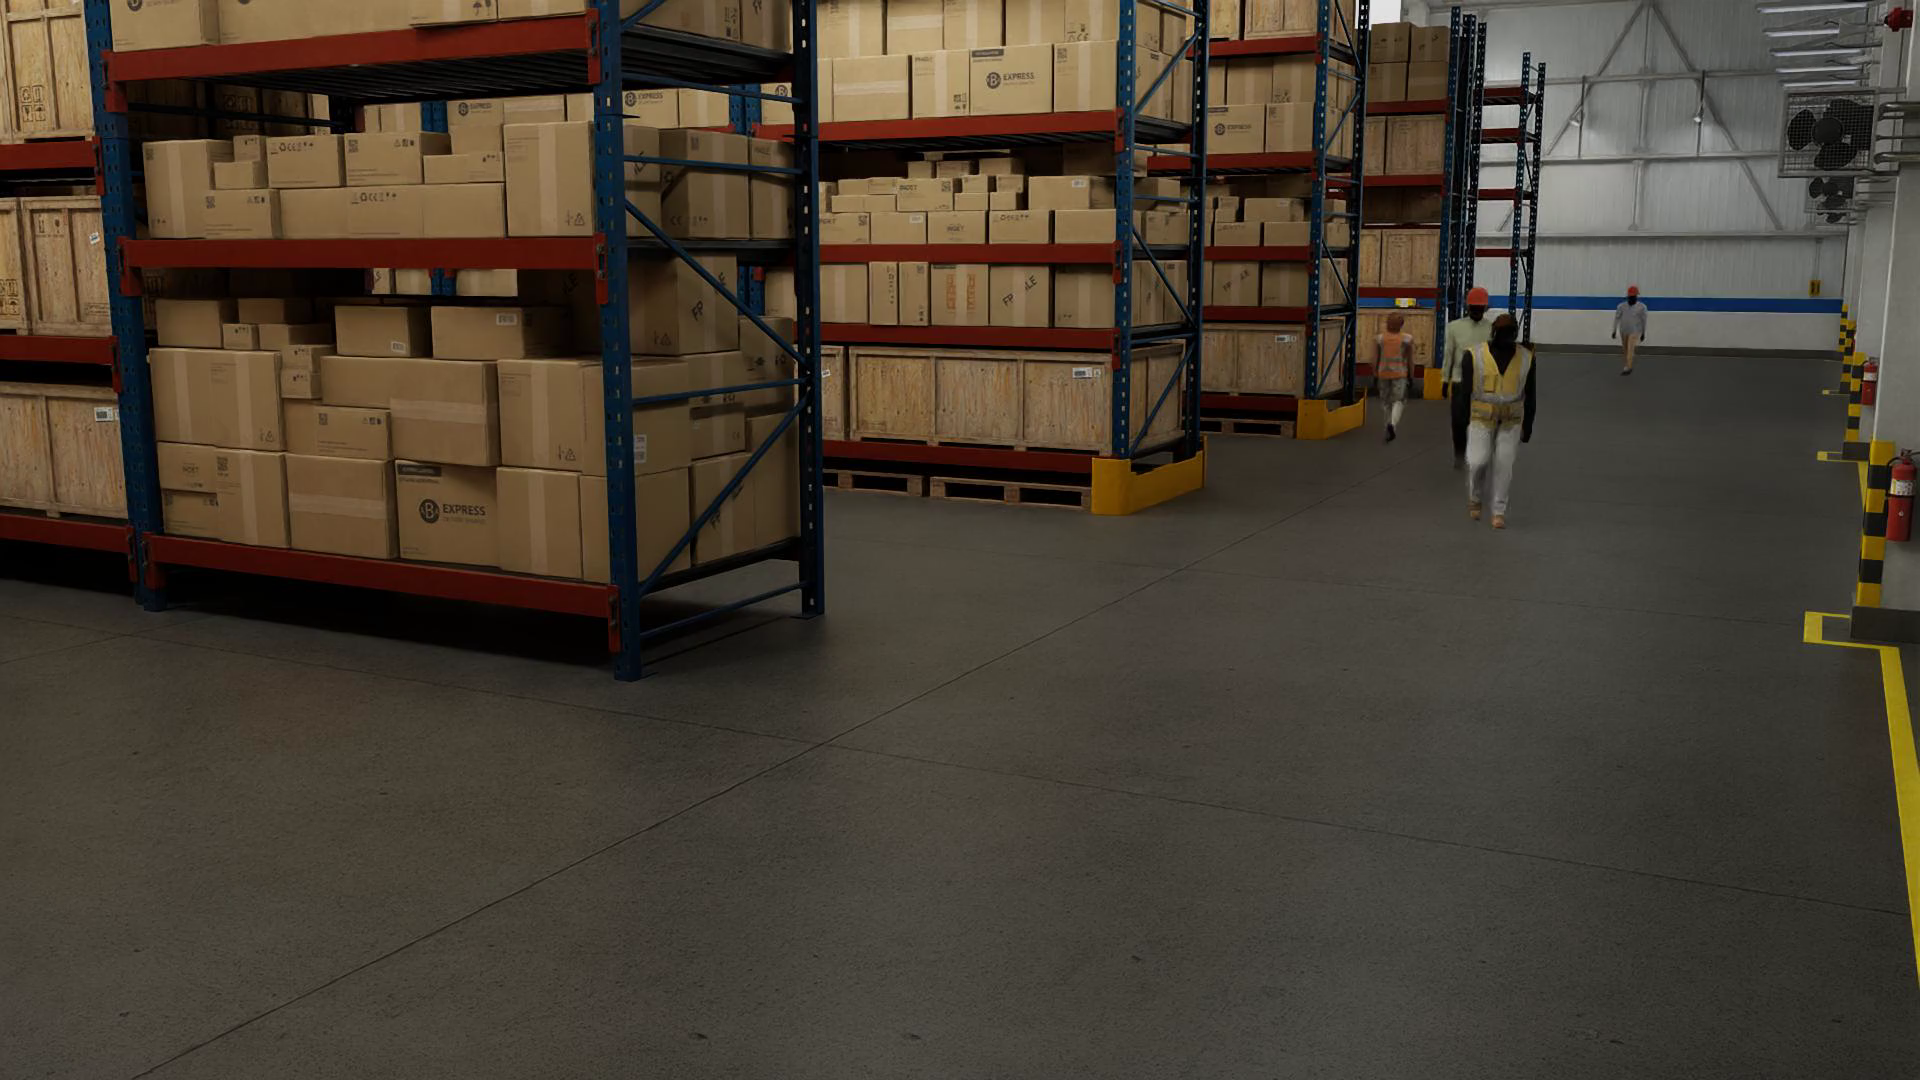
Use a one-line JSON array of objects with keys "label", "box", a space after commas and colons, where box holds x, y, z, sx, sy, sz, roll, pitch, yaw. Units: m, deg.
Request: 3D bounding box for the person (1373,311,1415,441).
[{"label": "person", "box": [5.337, -2.010, 20.535, 0.518, 1.622, 0.542, 5, 11, 27]}]

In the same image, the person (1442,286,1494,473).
[{"label": "person", "box": [5.400, -1.670, 17.504, 0.642, 1.975, 0.510, 3, 10, 16]}]

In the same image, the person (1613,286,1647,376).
[{"label": "person", "box": [12.831, -4.005, 31.843, 0.554, 1.710, 0.916, 8, 13, 39]}]

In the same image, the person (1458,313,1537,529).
[{"label": "person", "box": [4.563, -1.008, 14.128, 0.643, 1.828, 0.442, 1, 10, 8]}]
